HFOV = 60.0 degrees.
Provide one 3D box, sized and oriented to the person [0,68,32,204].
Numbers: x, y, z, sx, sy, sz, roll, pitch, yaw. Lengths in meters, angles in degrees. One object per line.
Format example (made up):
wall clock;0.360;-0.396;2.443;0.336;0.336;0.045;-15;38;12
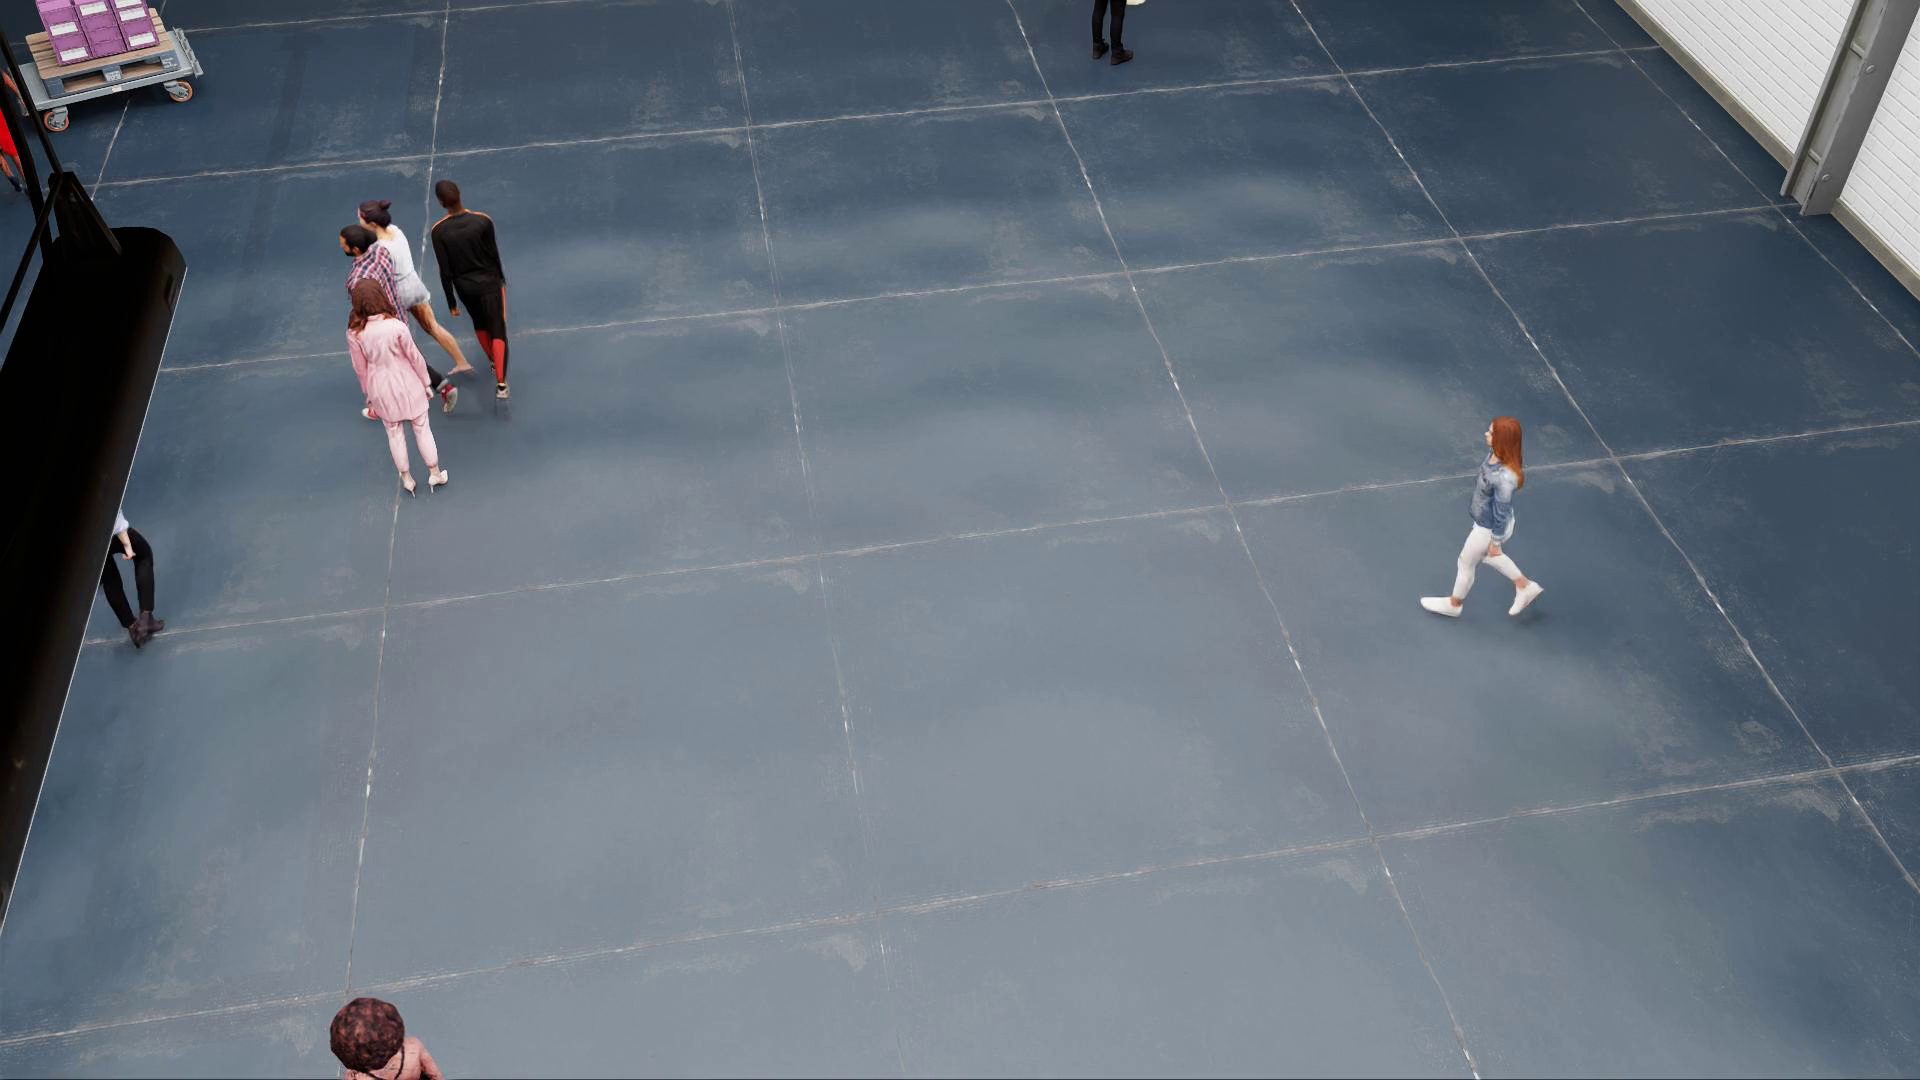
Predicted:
person;-8.473;-3.692;14.437;0.717;1.729;0.671;-8;44;-8

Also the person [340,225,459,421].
person;-4.171;-1.575;12.204;0.961;1.744;1.039;6;44;6

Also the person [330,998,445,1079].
person;-2.505;2.723;7.671;0.799;1.775;0.969;-29;51;-27

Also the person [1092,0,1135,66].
person;1.499;-5.560;16.362;0.721;1.779;0.797;31;52;29

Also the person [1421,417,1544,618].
person;3.509;-0.100;10.704;0.928;1.677;1.020;6;44;6

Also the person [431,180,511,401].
person;-3.595;-1.836;12.452;0.607;1.780;1.062;-8;44;-8

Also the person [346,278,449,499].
person;-3.937;-1.041;11.601;0.613;1.803;0.502;-7;44;-8

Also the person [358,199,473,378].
person;-4.157;-1.875;12.626;0.886;1.597;1.022;8;44;8
